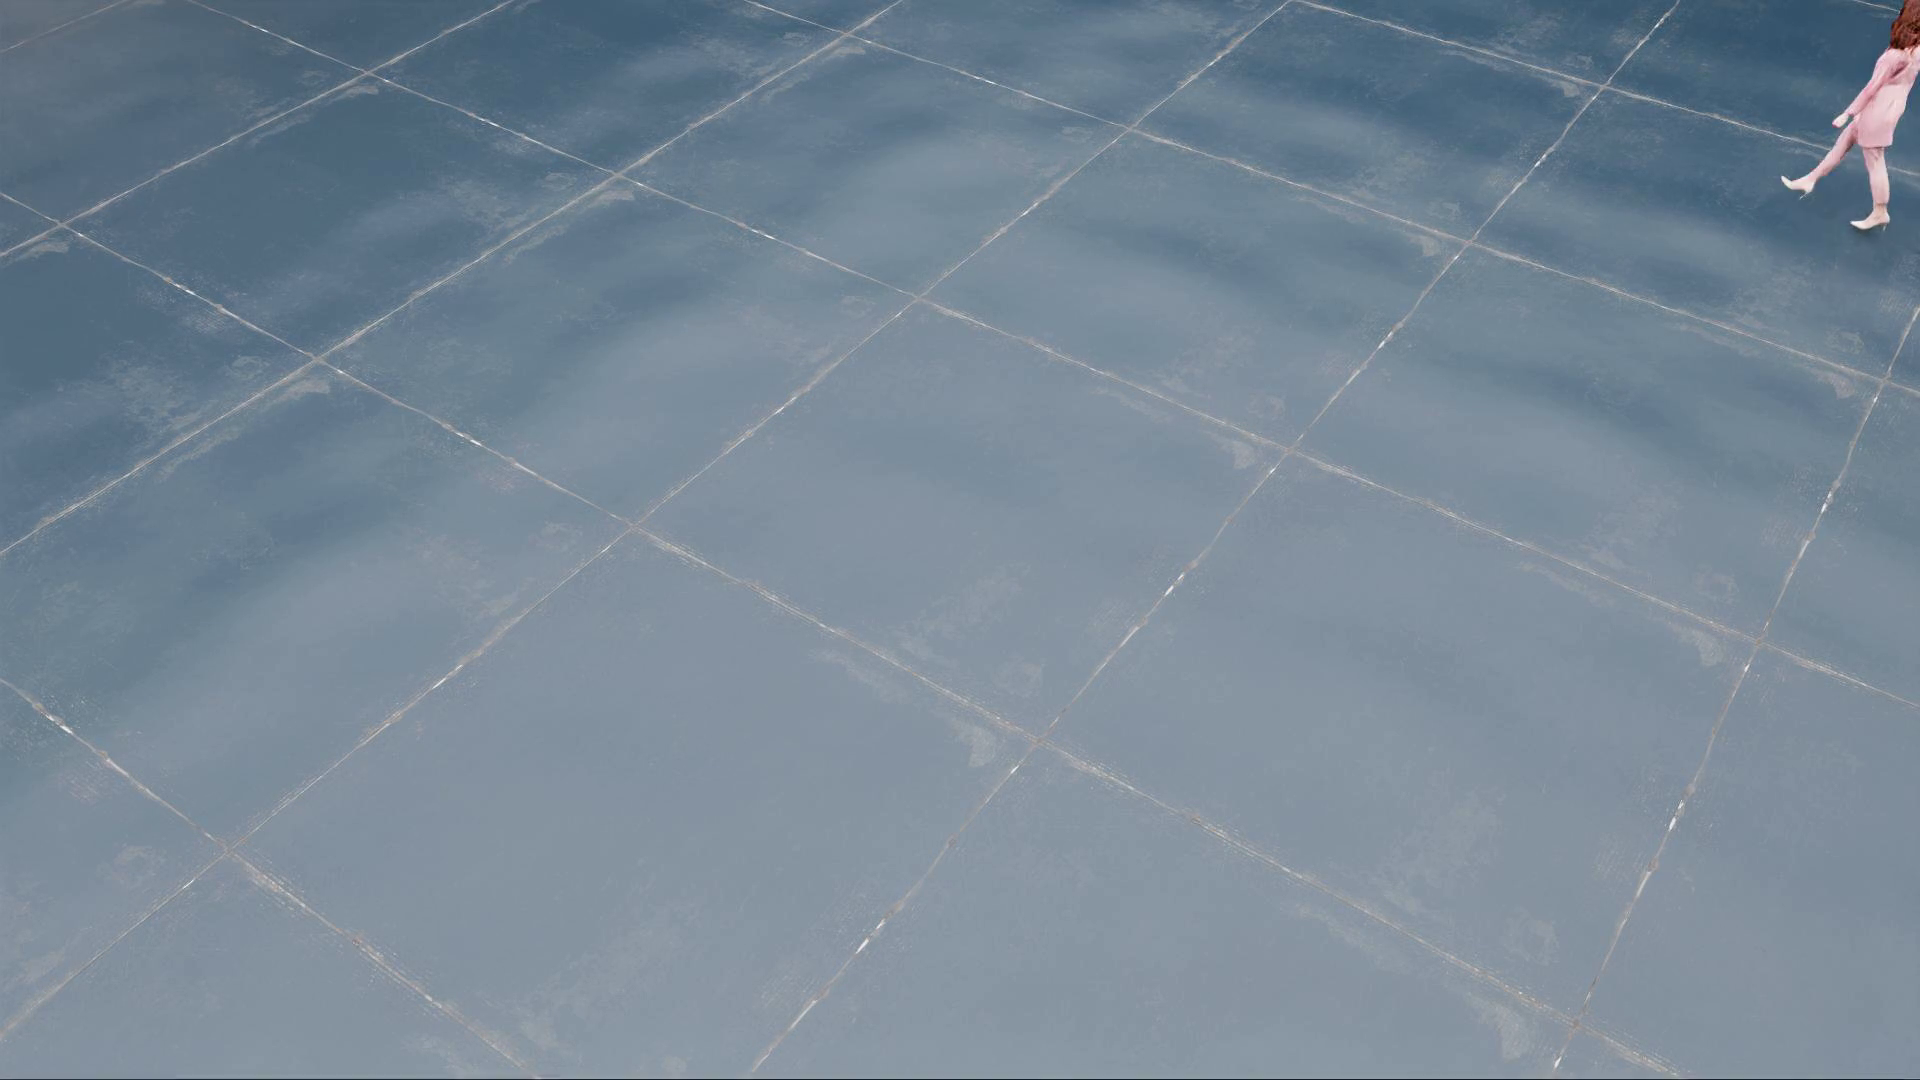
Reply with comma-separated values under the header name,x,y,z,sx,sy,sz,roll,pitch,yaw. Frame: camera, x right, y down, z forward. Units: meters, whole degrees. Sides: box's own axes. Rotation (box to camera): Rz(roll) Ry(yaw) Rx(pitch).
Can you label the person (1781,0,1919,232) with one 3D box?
name,x,y,z,sx,sy,sz,roll,pitch,yaw
person,6.817,-3.058,12.208,0.786,1.752,1.159,-33,52,-30
